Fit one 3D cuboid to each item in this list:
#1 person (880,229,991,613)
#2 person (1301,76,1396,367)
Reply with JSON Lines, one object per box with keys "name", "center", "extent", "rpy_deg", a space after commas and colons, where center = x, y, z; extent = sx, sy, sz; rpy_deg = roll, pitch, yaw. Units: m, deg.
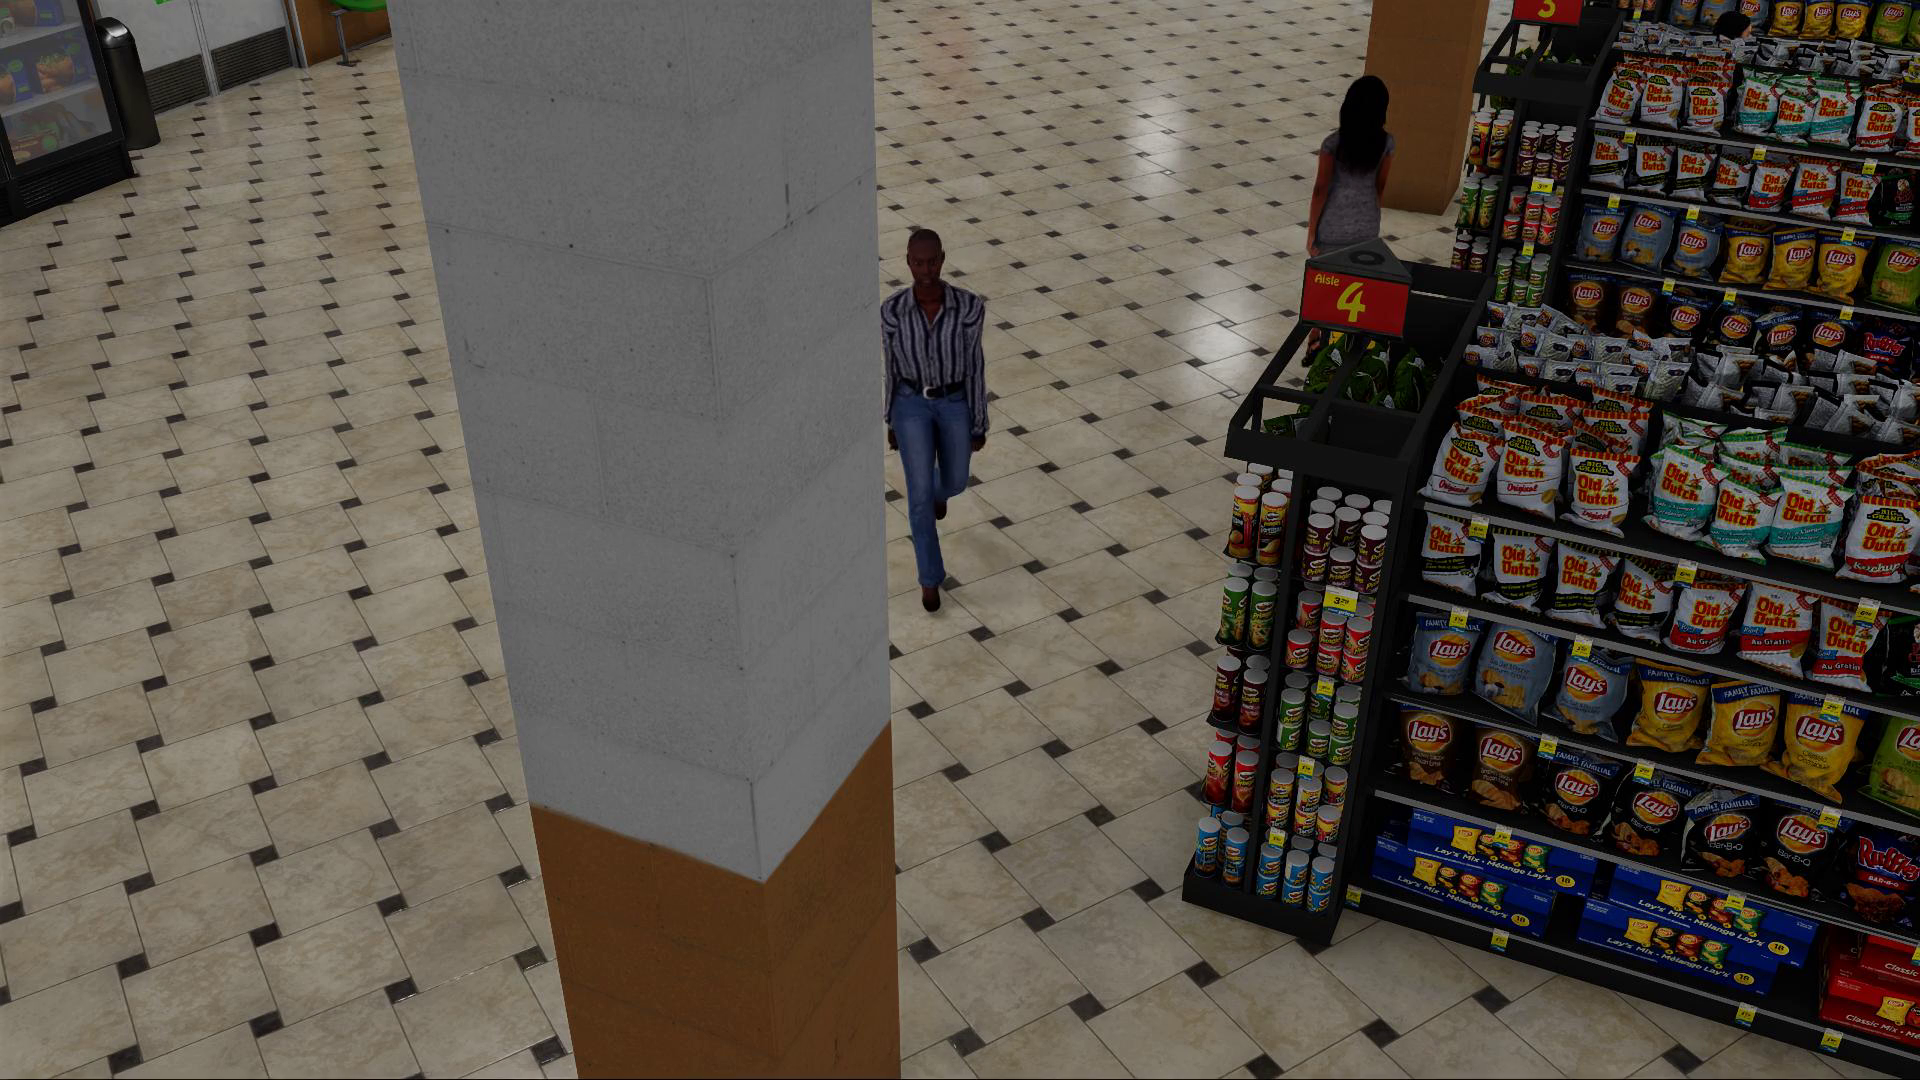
{"name": "person", "center": [-0.122, -0.583, 7.555], "extent": [1.045, 1.771, 0.996], "rpy_deg": [-2, 32, -3]}
{"name": "person", "center": [2.193, -1.668, 9.305], "extent": [0.682, 1.765, 0.759], "rpy_deg": [-1, 32, -1]}
